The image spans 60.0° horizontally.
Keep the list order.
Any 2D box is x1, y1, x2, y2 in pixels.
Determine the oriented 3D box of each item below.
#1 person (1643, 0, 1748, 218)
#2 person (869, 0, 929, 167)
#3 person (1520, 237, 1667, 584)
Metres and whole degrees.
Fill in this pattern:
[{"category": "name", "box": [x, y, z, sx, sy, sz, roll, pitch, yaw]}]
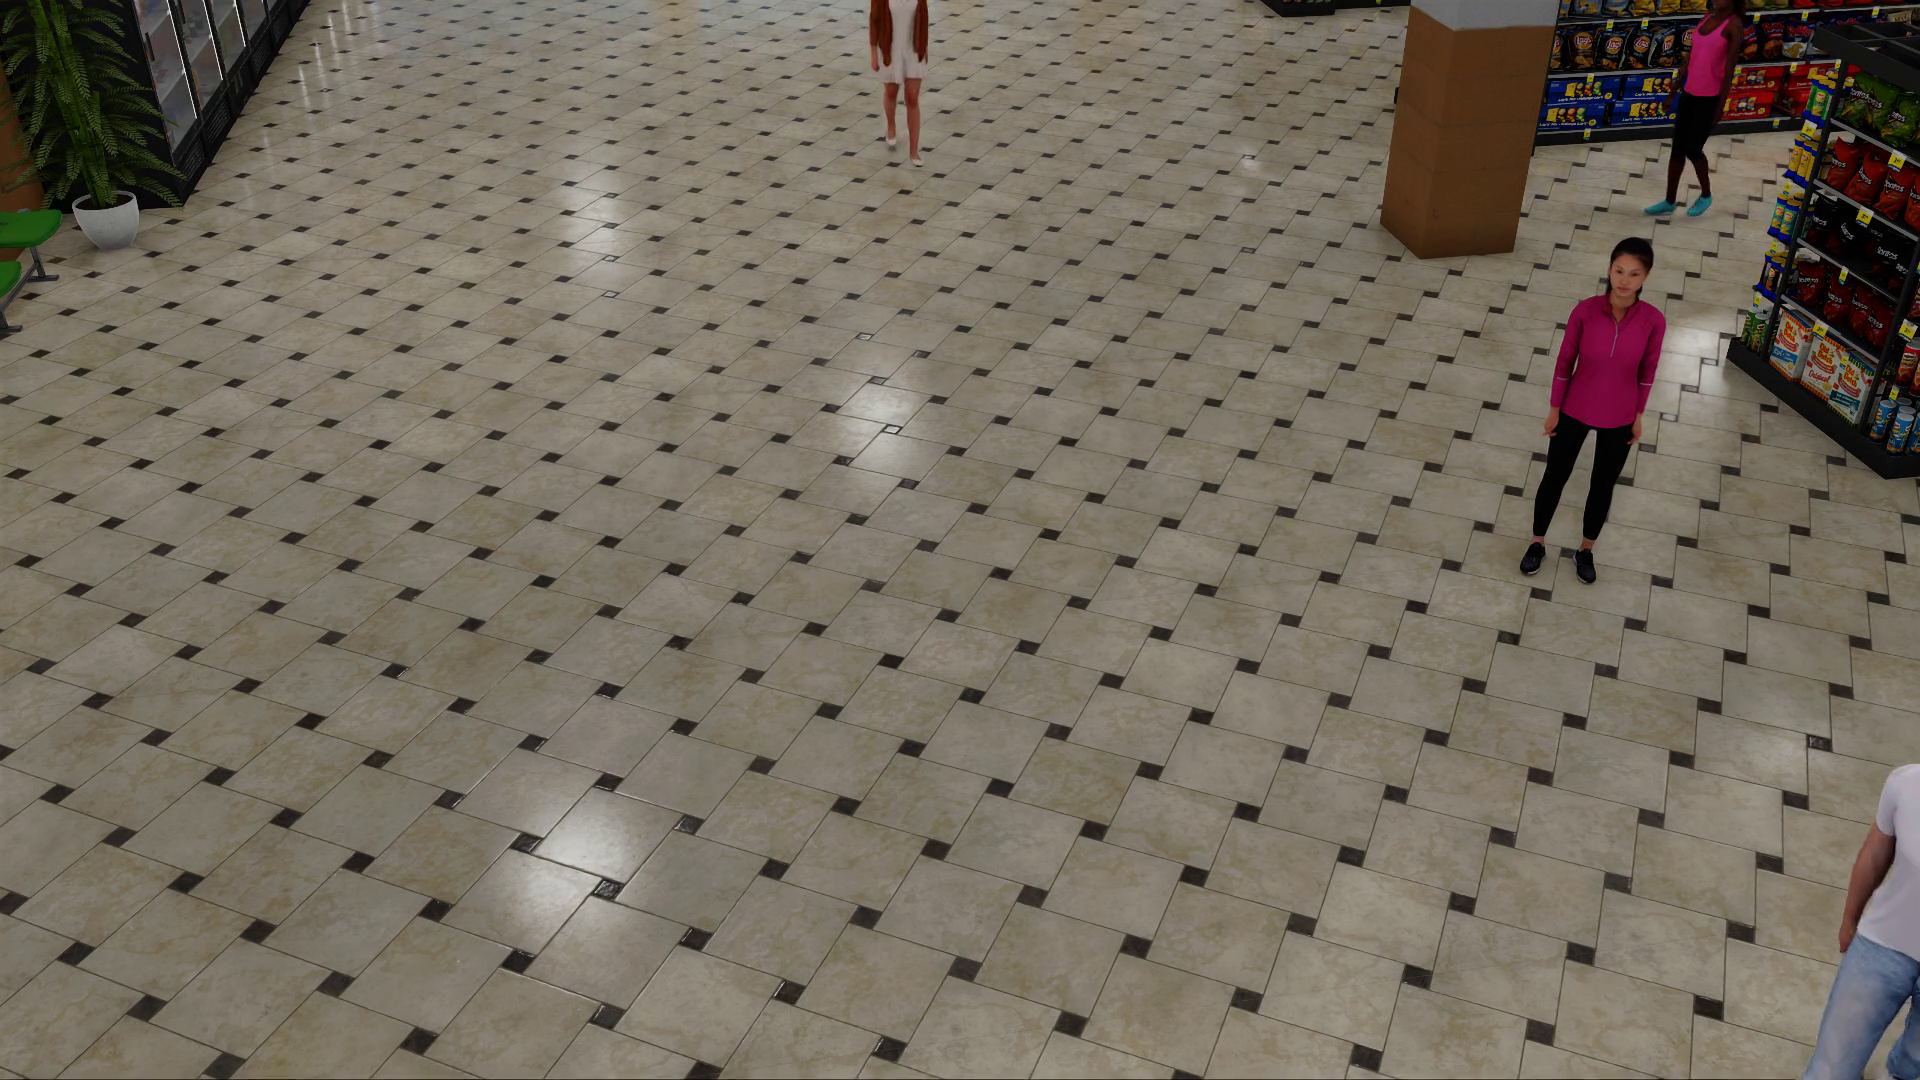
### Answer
[{"category": "person", "box": [5.285, -3.122, 11.731, 0.695, 1.719, 0.614, -9, 33, -14]}, {"category": "person", "box": [-0.479, -3.797, 12.860, 1.044, 1.673, 0.684, -4, 32, -7]}, {"category": "person", "box": [2.939, -0.587, 7.678, 0.639, 1.699, 0.740, 9, 33, 14]}]
